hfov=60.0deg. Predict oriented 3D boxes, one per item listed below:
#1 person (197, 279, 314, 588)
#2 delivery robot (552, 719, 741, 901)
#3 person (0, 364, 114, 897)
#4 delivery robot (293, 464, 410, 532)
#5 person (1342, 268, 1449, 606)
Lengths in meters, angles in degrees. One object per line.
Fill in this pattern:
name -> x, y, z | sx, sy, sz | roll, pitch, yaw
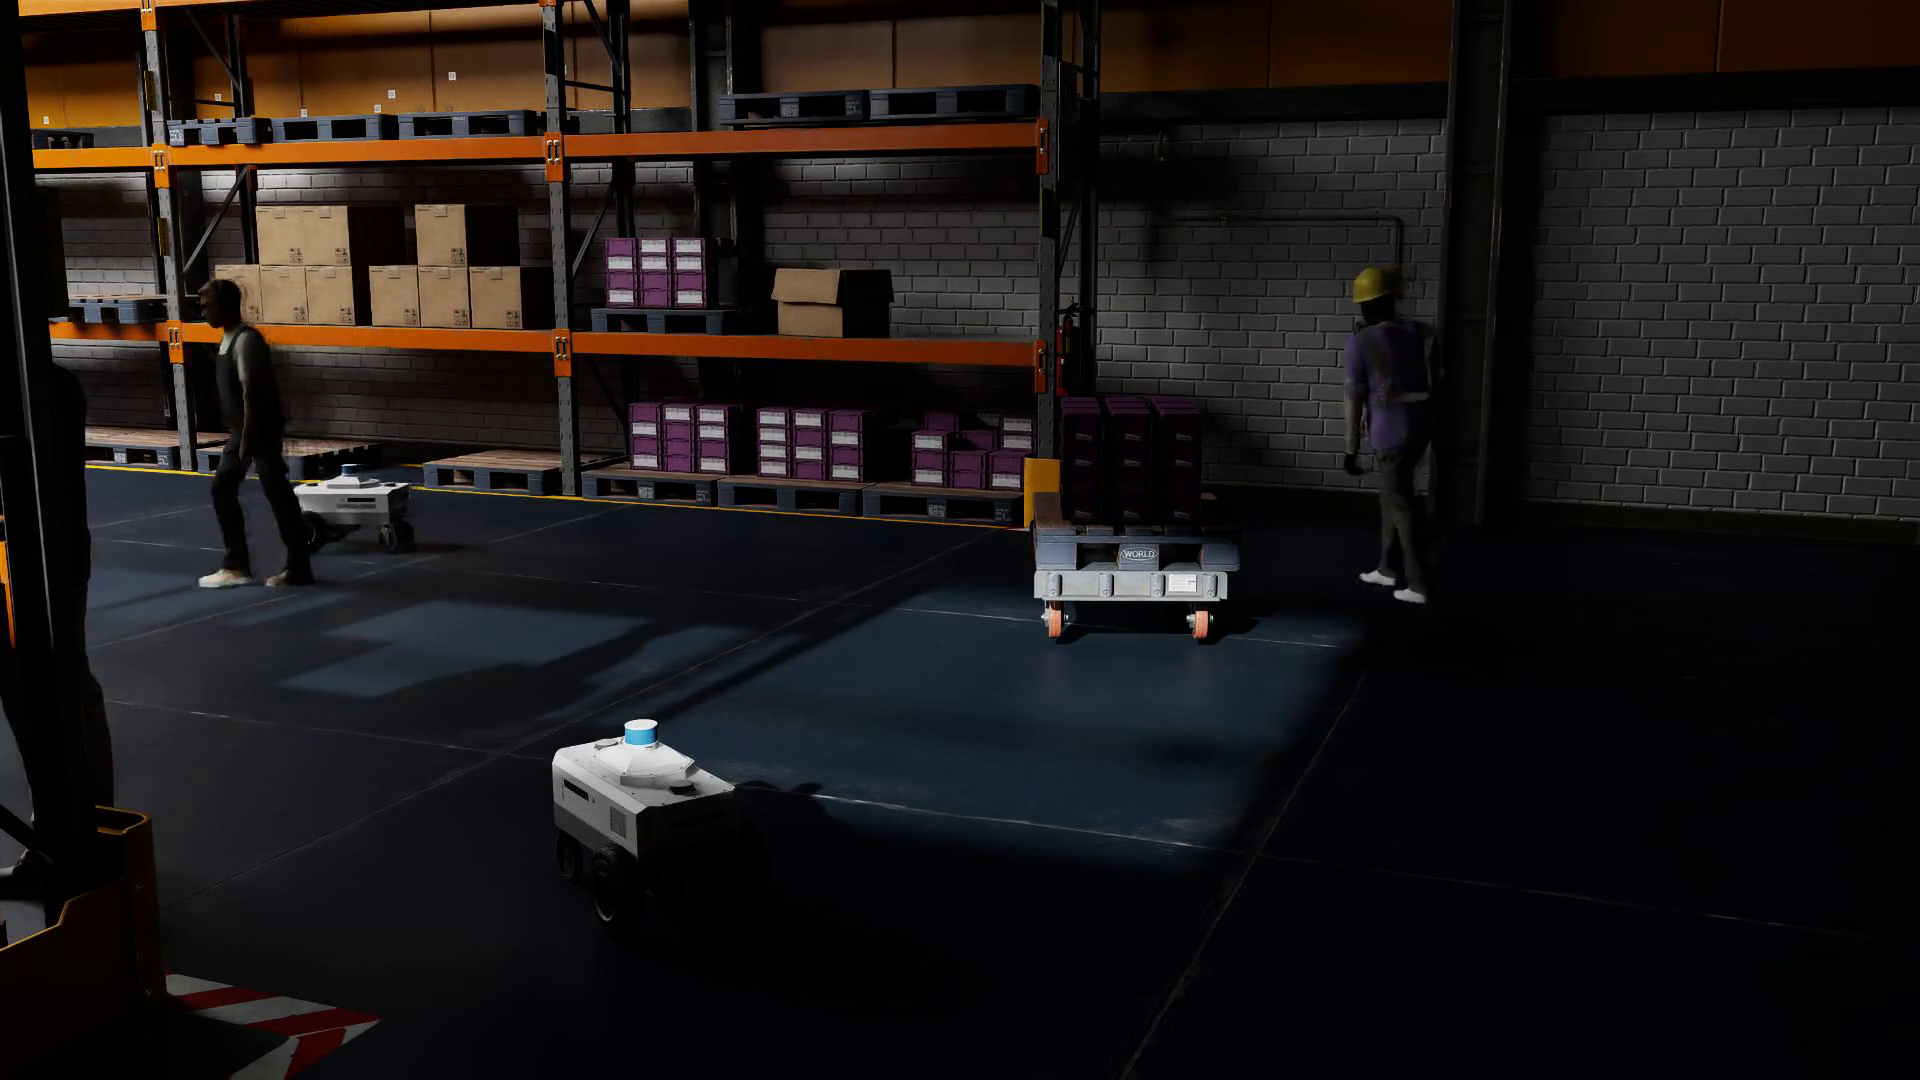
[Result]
person -> -4.163, -0.595, 9.655 | 0.733, 1.803, 0.646 | -9, 13, -41
delivery robot -> -0.973, 0.795, 5.109 | 0.477, 0.478, 0.707 | -7, 13, -36
person -> -2.917, 0.107, 5.191 | 0.389, 1.991, 0.622 | -1, 10, -4
delivery robot -> -4.018, -0.261, 10.991 | 0.707, 0.478, 0.477 | 0, 10, 0
person -> 2.413, -0.586, 9.401 | 0.591, 1.867, 0.772 | -5, 11, -27
